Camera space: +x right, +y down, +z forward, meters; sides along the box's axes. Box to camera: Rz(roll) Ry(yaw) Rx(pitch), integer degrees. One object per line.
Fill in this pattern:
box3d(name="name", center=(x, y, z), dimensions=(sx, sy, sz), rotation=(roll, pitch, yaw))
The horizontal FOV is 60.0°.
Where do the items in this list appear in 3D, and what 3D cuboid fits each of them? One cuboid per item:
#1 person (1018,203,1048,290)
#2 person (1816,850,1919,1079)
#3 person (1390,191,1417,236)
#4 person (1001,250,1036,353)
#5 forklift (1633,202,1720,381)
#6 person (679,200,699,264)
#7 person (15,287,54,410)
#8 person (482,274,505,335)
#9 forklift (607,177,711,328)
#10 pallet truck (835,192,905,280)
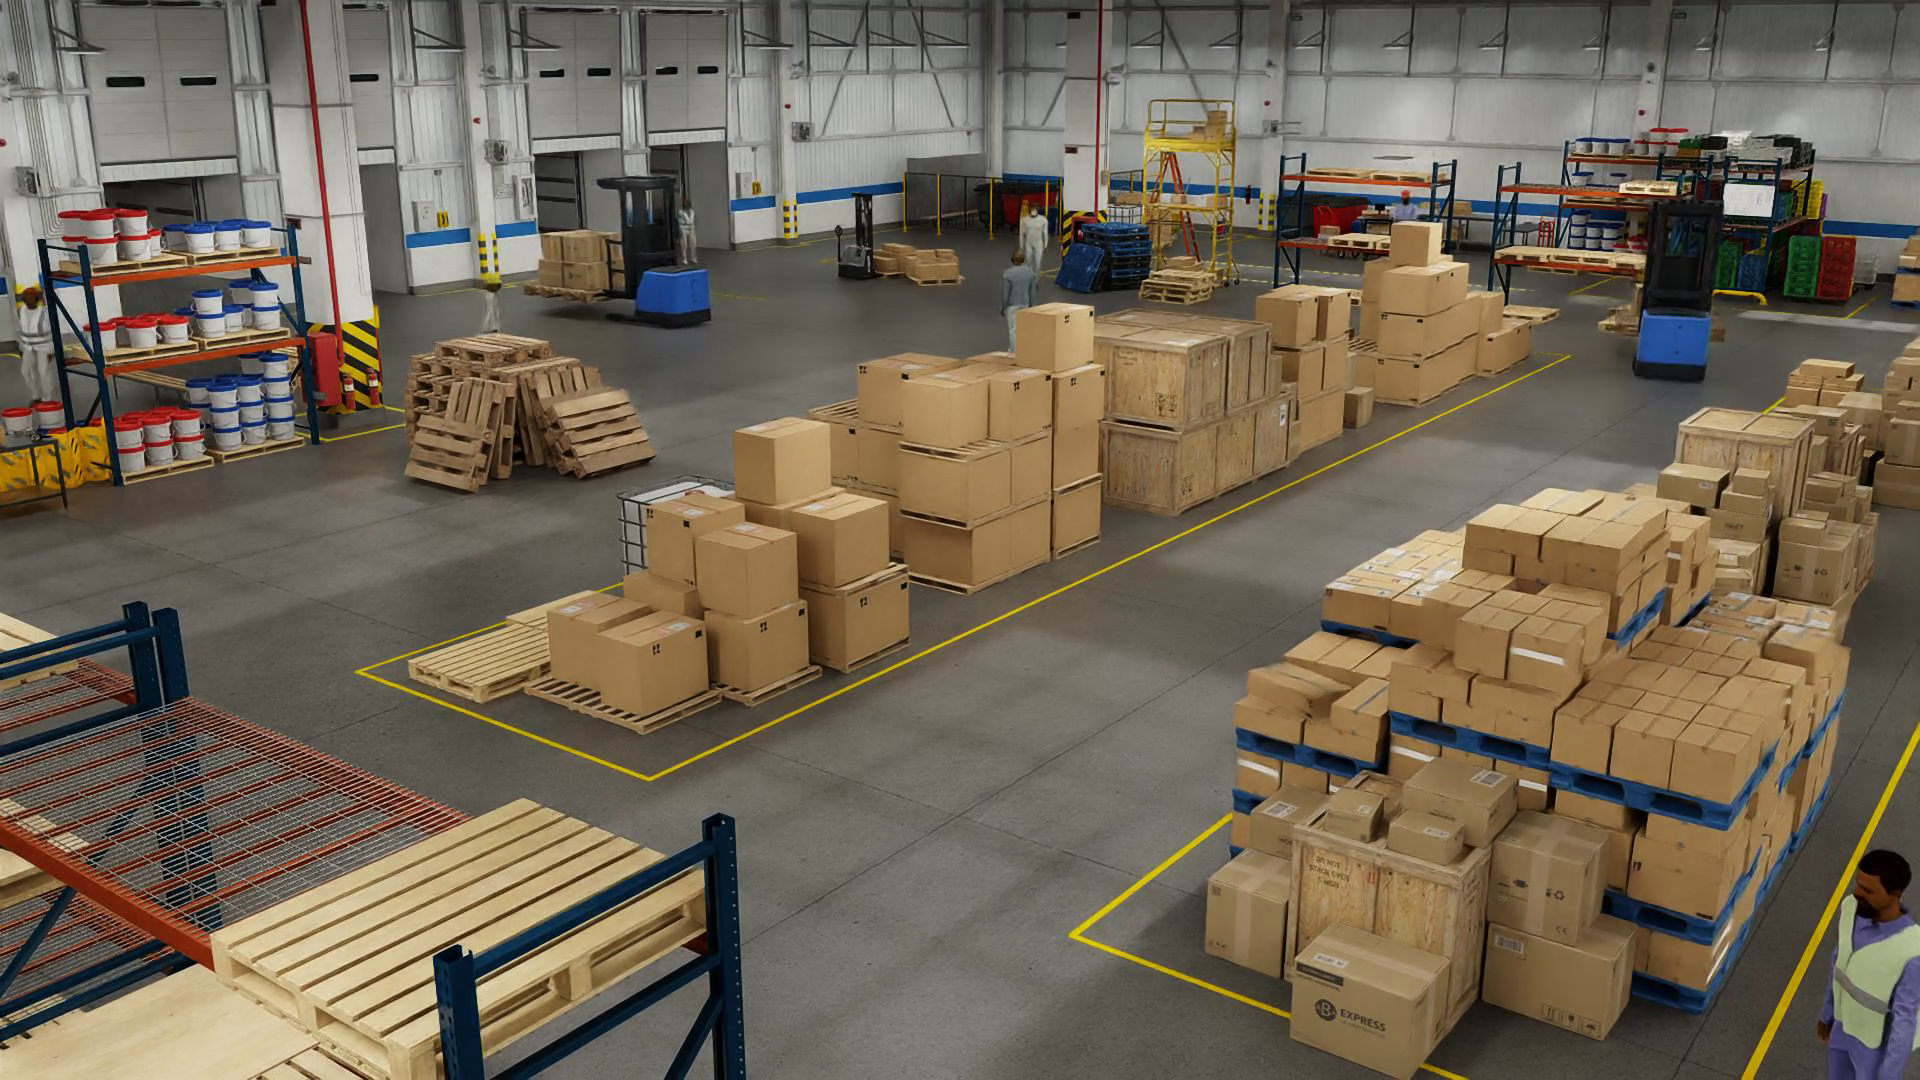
box3d(name="person", center=(1.611, -6.523, 37.045), dimensions=(0.645, 1.892, 0.971), rotation=(2, 17, 7))
box3d(name="person", center=(4.246, 2.318, 7.763), dimensions=(0.390, 1.908, 0.587), rotation=(-1, 17, -2))
box3d(name="person", center=(10.720, -7.496, 40.280), dimensions=(0.575, 1.882, 0.989), rotation=(9, 19, 28))
box3d(name="person", center=(0.998, -4.044, 28.770), dimensions=(0.635, 1.939, 0.367), rotation=(-7, 18, -21))
box3d(name="forklift", center=(11.926, -4.173, 27.594), dimensions=(1.129, 2.768, 1.873), rotation=(6, 18, 20))
box3d(name="person", center=(-6.714, -7.604, 41.120), dimensions=(0.534, 1.603, 0.770), rotation=(-12, 20, -34))
box3d(name="person", center=(-13.893, -2.868, 24.992), dimensions=(0.604, 1.863, 0.547), rotation=(0, 17, 1))
box3d(name="person", center=(-7.812, -3.578, 27.639), dimensions=(0.895, 1.701, 0.496), rotation=(0, 17, -1))
box3d(name="forklift", center=(-5.919, -5.658, 32.509), dimensions=(1.873, 2.768, 1.129), rotation=(12, 21, 35))
box3d(name="pallet truck", center=(-1.936, -7.159, 38.982), dimensions=(1.885, 1.965, 0.823), rotation=(-12, 21, -34))
